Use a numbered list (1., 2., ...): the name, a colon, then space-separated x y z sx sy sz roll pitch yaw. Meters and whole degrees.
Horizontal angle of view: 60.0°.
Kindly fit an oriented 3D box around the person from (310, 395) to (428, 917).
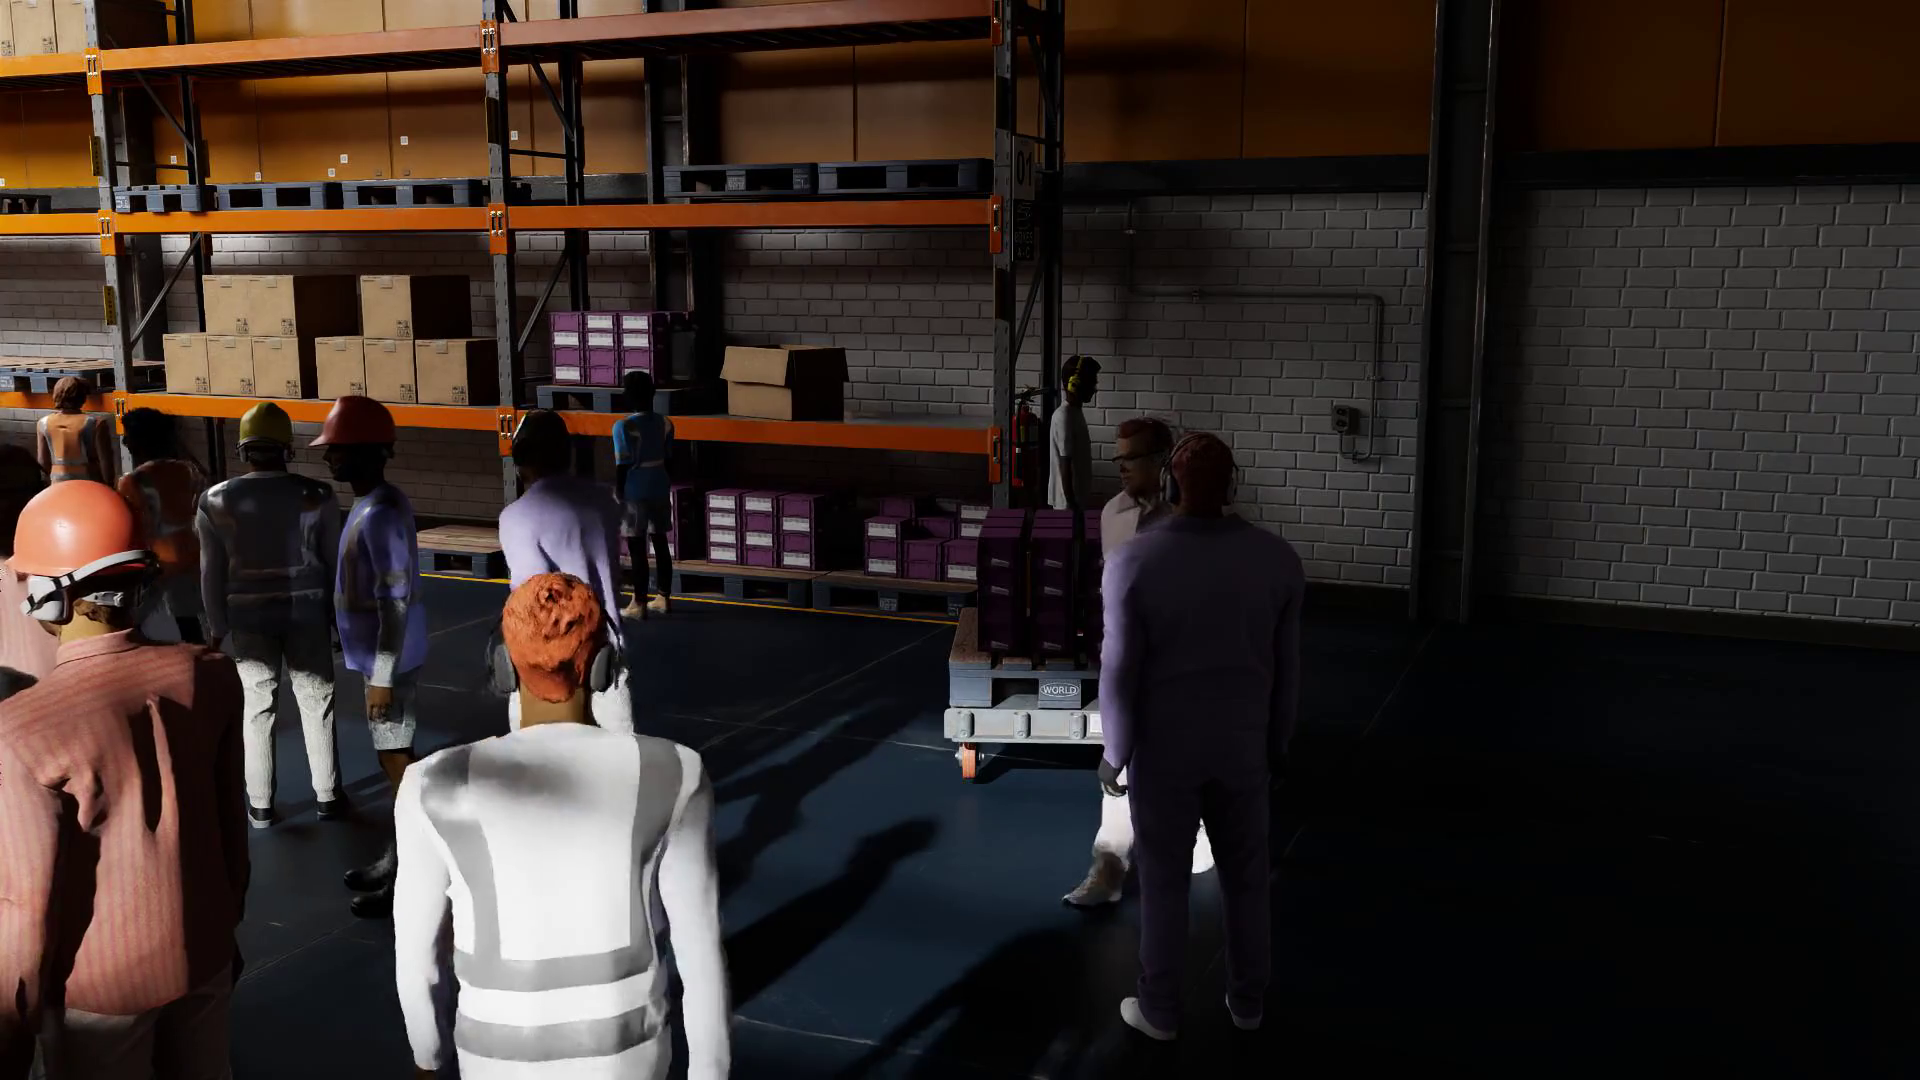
1. person: -2.178 0.429 6.206 0.368 1.939 0.542 -4 10 -20

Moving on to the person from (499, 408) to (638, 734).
1. person: -1.451 0.455 6.233 1.053 1.876 0.663 5 11 29

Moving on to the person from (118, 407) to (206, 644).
1. person: -4.192 0.147 8.684 0.523 1.681 0.536 3 10 19

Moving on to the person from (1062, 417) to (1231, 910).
1. person: 0.760 0.451 6.365 0.626 1.843 1.016 7 12 37

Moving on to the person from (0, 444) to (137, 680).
1. person: -2.989 0.608 5.383 0.654 1.865 0.970 -8 12 -39

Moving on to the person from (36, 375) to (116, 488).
1. person: -6.138 -0.320 11.585 0.515 1.641 0.315 0 9 1

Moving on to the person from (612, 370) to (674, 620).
1. person: -2.159 -0.303 11.320 0.318 1.697 0.535 6 11 32

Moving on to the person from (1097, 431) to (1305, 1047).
1. person: 0.727 0.618 5.172 0.642 1.909 0.399 -2 10 -10

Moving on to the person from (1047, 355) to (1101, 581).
1. person: 0.700 -0.194 10.168 0.329 1.865 0.516 1 10 4

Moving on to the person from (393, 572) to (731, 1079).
1. person: -0.765 0.973 3.206 0.593 1.848 0.856 -3 10 -17

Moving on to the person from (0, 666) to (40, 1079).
1. person: -2.202 0.900 3.506 0.629 1.910 0.905 -8 12 -40

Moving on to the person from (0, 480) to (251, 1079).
1. person: -1.710 0.868 3.406 0.379 1.996 0.610 4 10 20

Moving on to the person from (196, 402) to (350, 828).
1. person: -2.926 0.324 7.151 0.588 1.834 0.403 -3 10 -18
